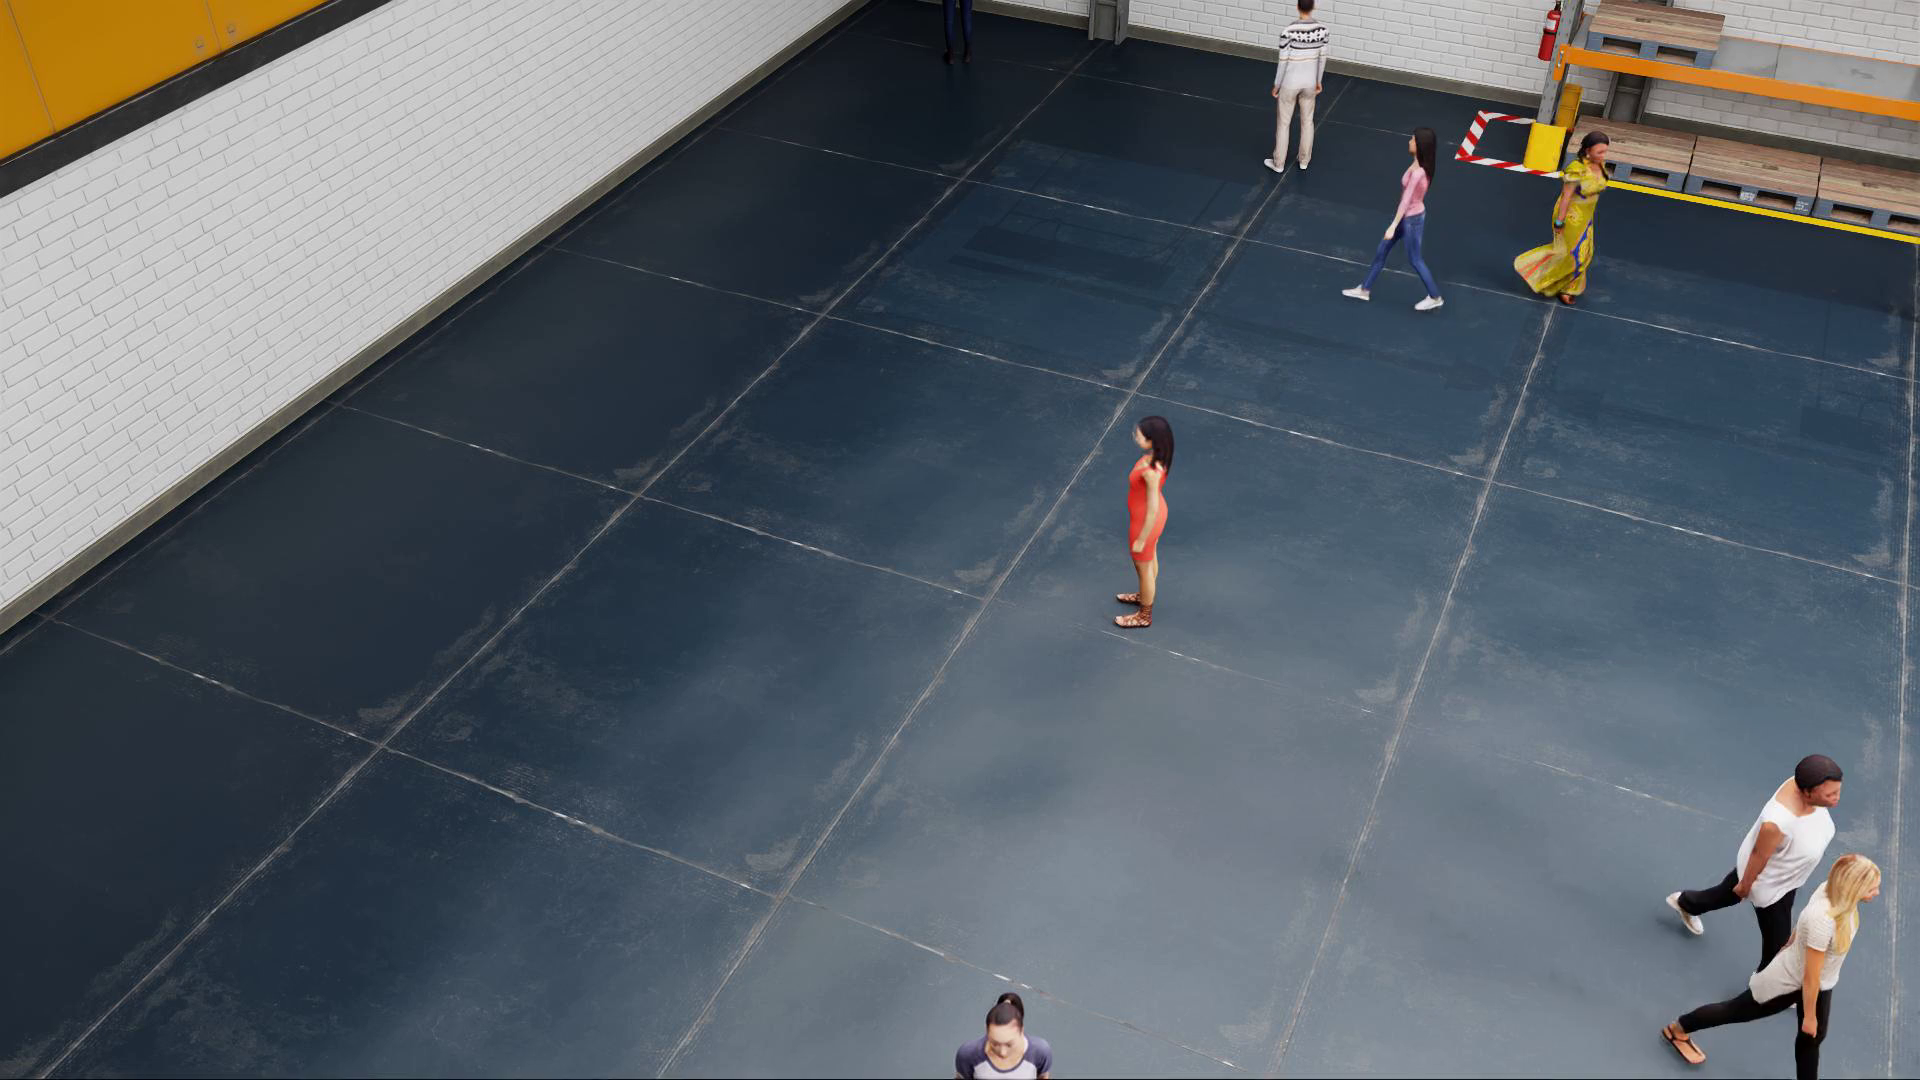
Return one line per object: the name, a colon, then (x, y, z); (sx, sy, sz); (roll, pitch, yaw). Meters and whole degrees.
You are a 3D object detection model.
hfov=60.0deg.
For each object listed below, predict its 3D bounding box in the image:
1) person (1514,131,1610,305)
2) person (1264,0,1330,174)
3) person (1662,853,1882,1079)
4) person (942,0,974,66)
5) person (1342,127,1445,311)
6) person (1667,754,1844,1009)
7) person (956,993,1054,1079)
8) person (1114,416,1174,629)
person: (5.424, -2.912, 14.882); (0.918, 1.646, 1.029); (-28, 47, -31)
person: (3.431, -4.643, 16.879); (0.726, 1.859, 0.819); (-9, 39, -11)
person: (4.100, 2.186, 8.396); (1.251, 1.774, 0.824); (27, 46, 29)
person: (-0.032, -6.347, 19.108); (0.613, 1.740, 0.701); (-4, 39, -6)
person: (4.042, -2.775, 14.667); (1.179, 1.701, 0.759); (9, 39, 11)
person: (4.370, 1.741, 9.047); (1.144, 1.657, 0.839); (27, 46, 30)
person: (0.189, 2.709, 7.841); (0.602, 1.650, 0.725); (-1, 39, -2)
person: (1.280, -0.130, 11.336); (0.609, 1.724, 0.637); (6, 39, 8)
